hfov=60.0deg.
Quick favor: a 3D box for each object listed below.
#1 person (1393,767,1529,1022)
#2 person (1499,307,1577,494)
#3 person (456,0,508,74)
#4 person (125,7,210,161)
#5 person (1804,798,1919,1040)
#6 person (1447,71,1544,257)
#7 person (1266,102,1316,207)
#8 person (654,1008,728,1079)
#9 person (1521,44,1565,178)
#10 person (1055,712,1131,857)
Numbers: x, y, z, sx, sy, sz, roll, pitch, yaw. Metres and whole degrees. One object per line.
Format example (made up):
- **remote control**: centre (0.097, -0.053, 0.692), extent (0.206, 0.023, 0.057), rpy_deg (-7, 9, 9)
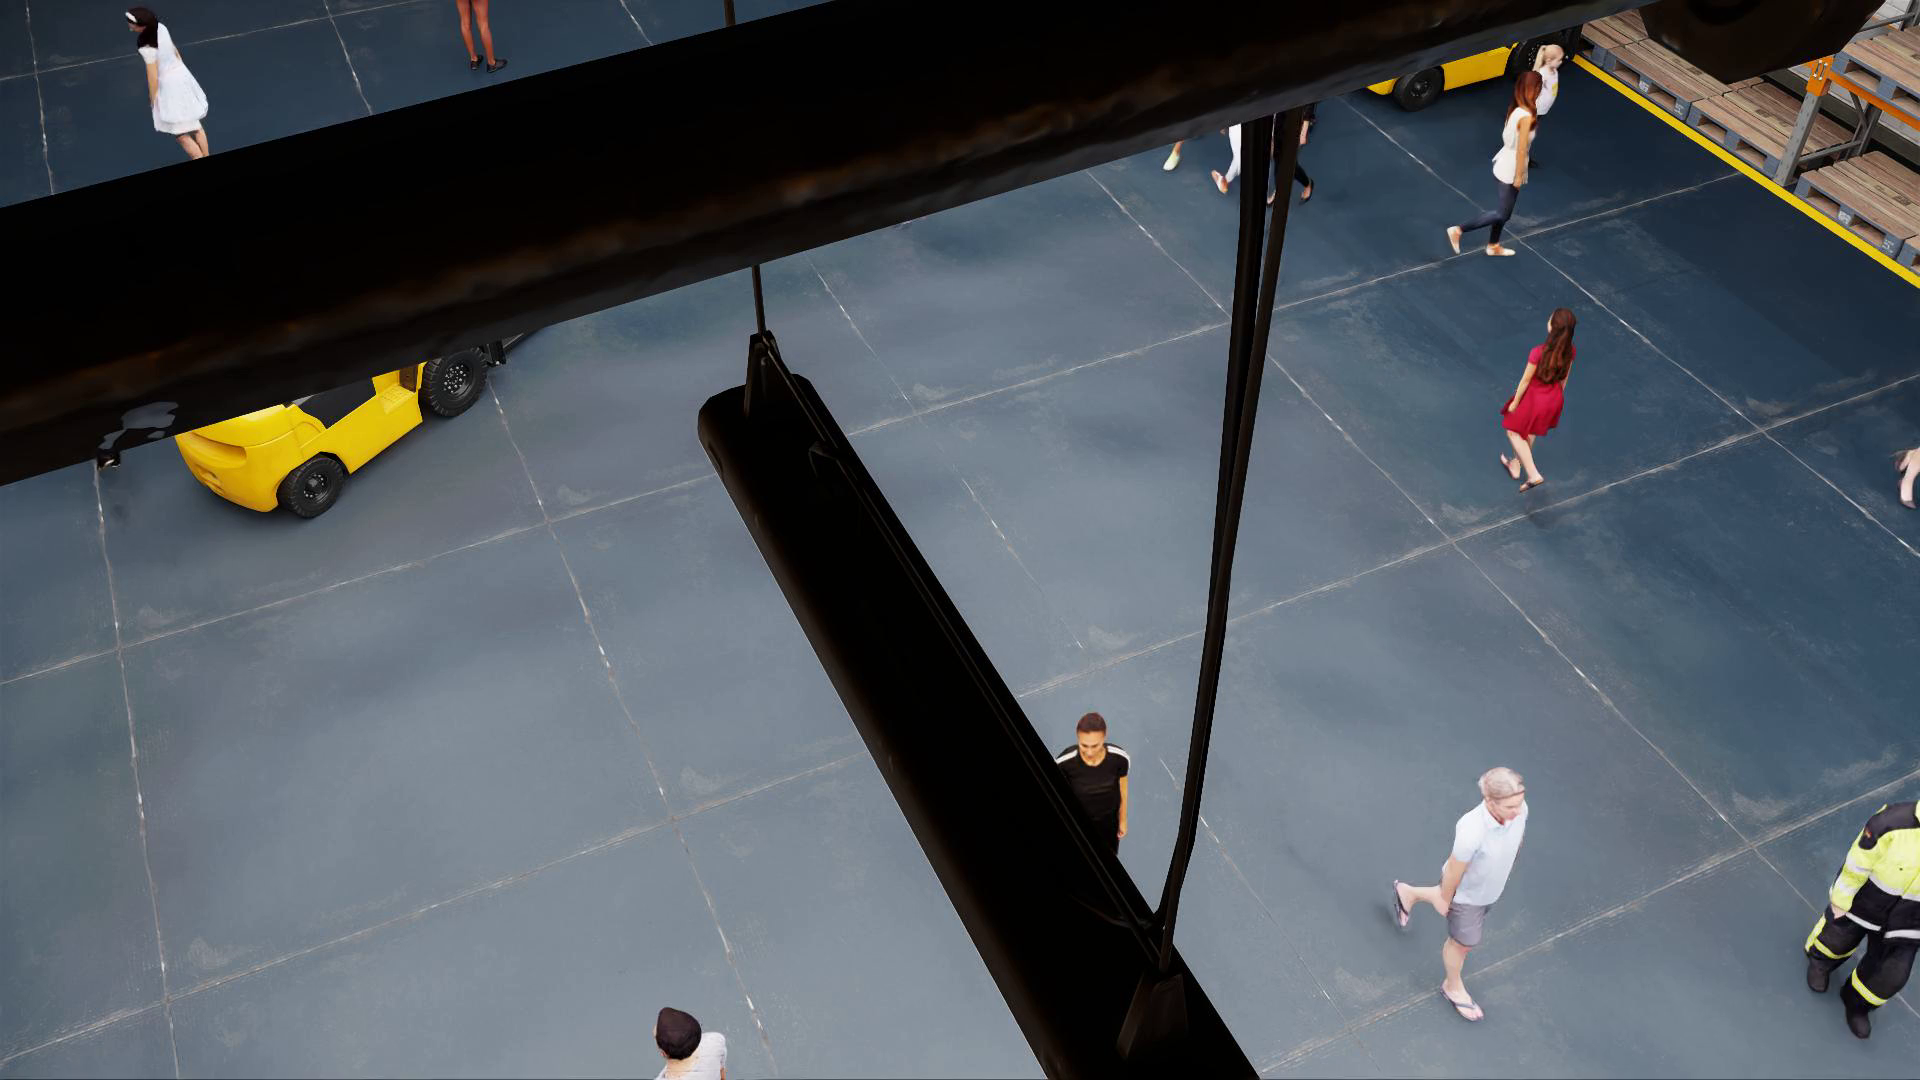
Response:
- **person**: centre (2.714, 1.796, 9.010), extent (0.759, 1.810, 1.115), rpy_deg (-25, 49, -24)
- **person**: centre (4.244, -0.987, 12.128), extent (0.605, 1.539, 0.835), rpy_deg (-12, 45, -12)
- **person**: centre (-4.971, -5.587, 16.807), extent (0.660, 1.746, 0.718), rpy_deg (14, 45, 14)
- **person**: centre (-7.136, -4.095, 15.211), extent (0.924, 1.786, 0.842), rpy_deg (18, 46, 18)
- **person**: centre (4.985, 1.800, 8.897), extent (0.993, 1.962, 1.048), rpy_deg (11, 45, 11)
- **person**: centre (4.620, -3.169, 14.253), extent (0.923, 1.768, 0.929), rpy_deg (5, 44, 5)
- **person**: centre (3.038, -3.719, 14.916), extent (0.703, 1.650, 0.658), rpy_deg (-12, 45, -13)
- **person**: centre (-1.216, 2.847, 7.876), extent (1.014, 1.854, 0.934), rpy_deg (21, 48, 21)
- **person**: centre (5.377, -4.022, 15.506), extent (0.589, 1.274, 0.563), rpy_deg (31, 52, 28)
- **person**: centre (0.735, 1.506, 9.425), extent (0.796, 1.659, 0.981), rpy_deg (-2, 44, -2)
